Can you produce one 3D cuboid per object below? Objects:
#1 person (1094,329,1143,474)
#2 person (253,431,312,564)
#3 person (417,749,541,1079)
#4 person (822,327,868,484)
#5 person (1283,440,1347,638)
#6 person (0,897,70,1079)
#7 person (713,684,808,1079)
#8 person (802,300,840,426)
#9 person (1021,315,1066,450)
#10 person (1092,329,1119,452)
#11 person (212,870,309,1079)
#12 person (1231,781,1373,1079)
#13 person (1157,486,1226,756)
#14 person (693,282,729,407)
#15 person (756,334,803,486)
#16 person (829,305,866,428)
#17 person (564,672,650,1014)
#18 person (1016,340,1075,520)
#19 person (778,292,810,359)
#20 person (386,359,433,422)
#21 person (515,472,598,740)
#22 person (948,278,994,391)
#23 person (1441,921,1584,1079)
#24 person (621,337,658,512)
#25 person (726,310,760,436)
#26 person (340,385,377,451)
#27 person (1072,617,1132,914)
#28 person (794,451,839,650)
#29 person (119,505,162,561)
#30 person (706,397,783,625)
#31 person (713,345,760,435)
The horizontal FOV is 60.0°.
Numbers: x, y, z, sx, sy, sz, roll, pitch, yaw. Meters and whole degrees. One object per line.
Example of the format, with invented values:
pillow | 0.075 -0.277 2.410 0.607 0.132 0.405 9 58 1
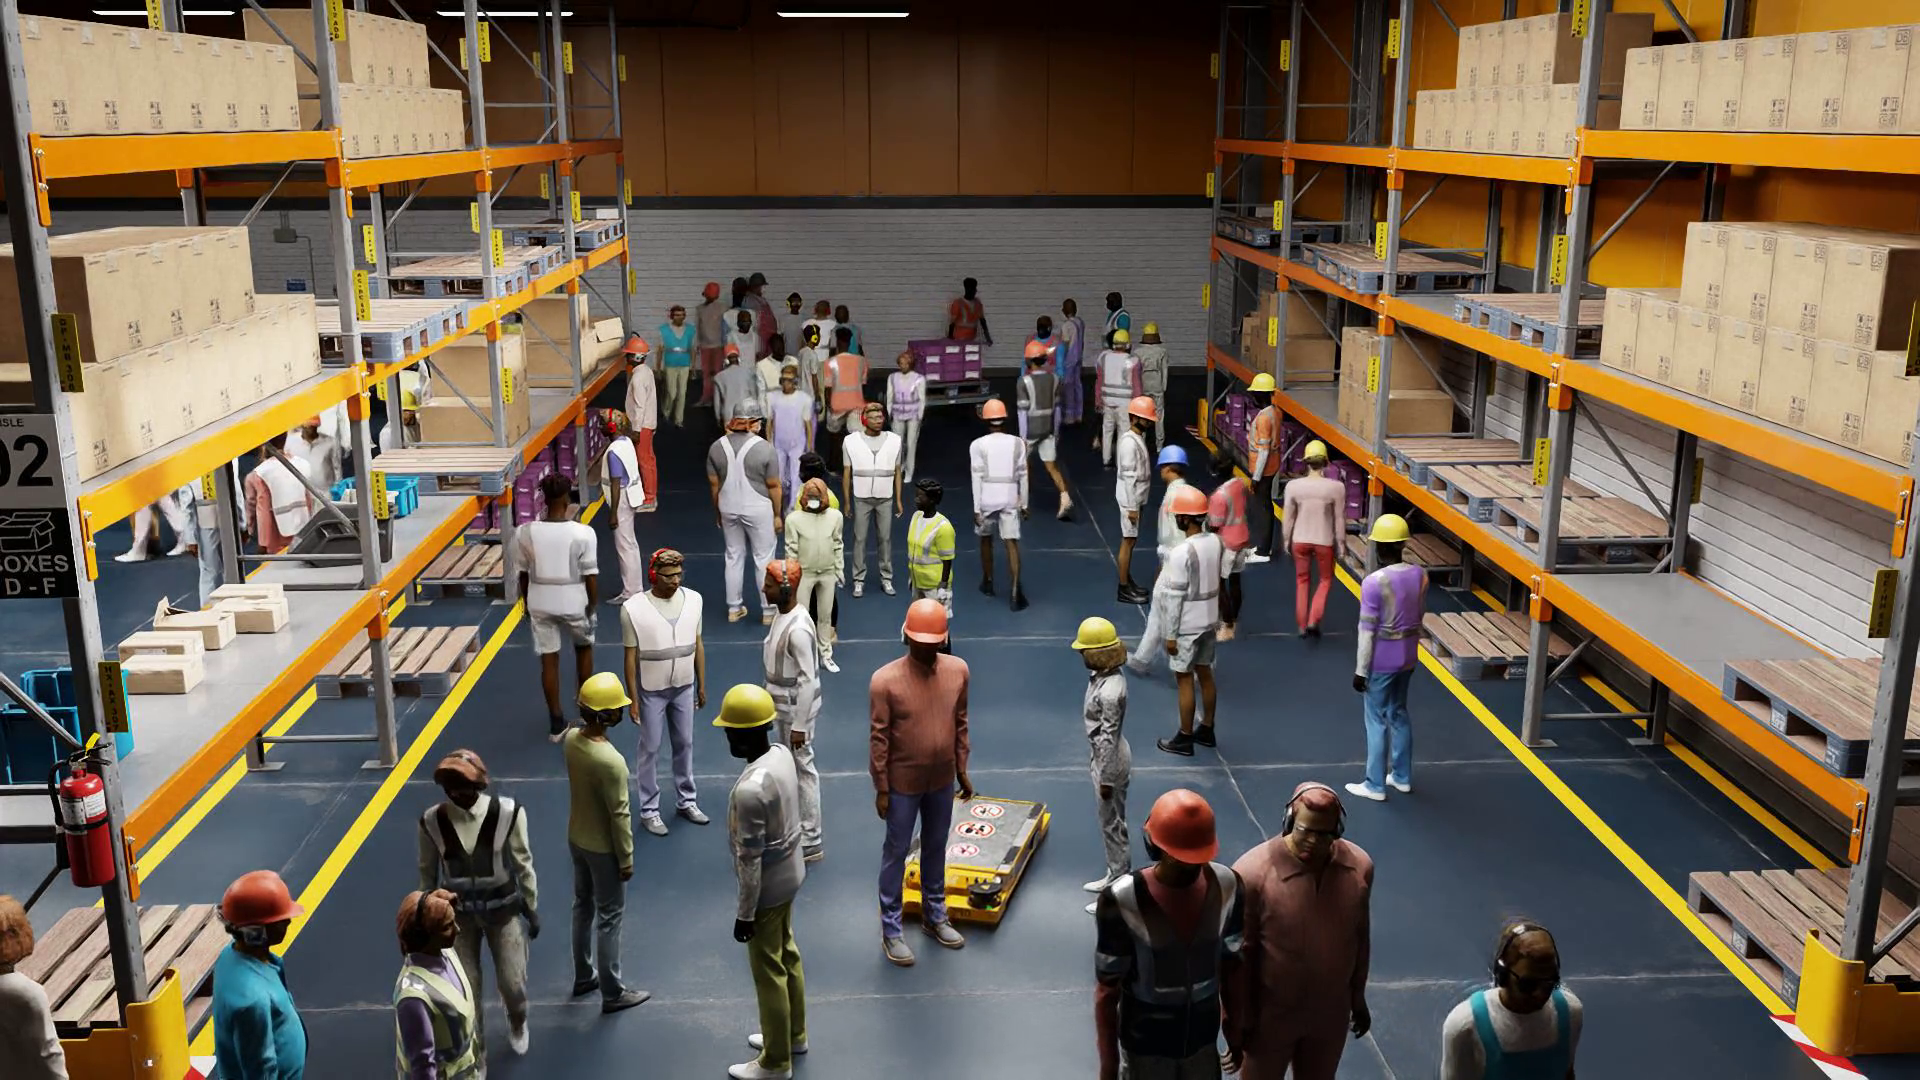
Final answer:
person | 2.028 -1.758 21.084 0.656 1.809 0.493 8 17 30
person | -5.766 -0.063 14.252 0.407 1.904 0.604 5 15 20
person | -2.214 1.745 7.678 0.541 1.625 0.470 -1 14 -4
person | -1.408 -1.666 20.525 0.593 1.906 1.009 -5 15 -17
person | 3.049 0.005 14.277 0.561 1.747 0.349 6 15 22
person | -3.542 2.102 6.274 0.505 1.635 0.277 6 15 21
person | -0.927 1.588 7.740 0.402 1.919 0.582 2 14 7
person | -2.016 -2.615 24.449 0.572 1.801 0.881 2 14 7
person | 1.160 -2.177 22.724 0.631 1.815 0.793 10 17 34
person | 2.039 -1.989 22.248 0.489 1.681 0.556 -12 19 -40
person | -2.578 2.056 6.234 0.351 1.746 0.569 -7 16 -25
person | 1.368 1.867 6.668 0.638 1.904 0.402 -4 15 -16
person | 1.615 0.573 11.705 0.379 1.933 0.547 13 19 42
person | -3.813 -2.997 25.629 0.713 1.967 0.422 7 16 25
person | -2.141 -1.568 20.195 0.658 1.882 0.555 -10 18 -35
person | -1.602 -2.487 24.013 0.515 1.797 0.993 -11 18 -36
person | -1.786 1.509 8.360 0.337 1.762 0.523 -12 19 -40
person | 0.933 -1.218 18.588 0.619 2.013 0.951 -10 17 -33
person | -2.464 -2.771 24.927 0.513 1.877 0.328 -6 16 -23
person | -6.290 -1.274 19.153 0.625 1.835 0.432 2 14 9
person | -2.910 0.452 12.162 0.612 1.936 0.748 0 14 -2
person | 0.157 -3.284 26.881 1.052 1.892 0.613 12 18 39
person | 1.896 2.159 5.665 0.559 1.821 0.698 -2 14 -8
person | -3.637 -1.317 18.975 0.375 1.997 0.612 -1 14 -2
person | -2.981 -2.255 22.974 0.501 1.839 0.346 -10 17 -34
person | -8.238 -2.146 22.448 0.647 1.895 0.403 -13 19 -41
person | 0.806 1.264 9.391 0.374 1.729 0.482 1 14 2
person | -1.214 0.082 14.075 0.322 1.699 0.536 -11 18 -38
person | -8.417 -0.735 16.855 0.421 1.937 0.558 3 15 12
person | -1.860 -0.269 14.775 0.675 2.000 0.537 5 15 19
person | -2.738 -1.550 20.517 0.586 1.677 0.893 0 14 -1
